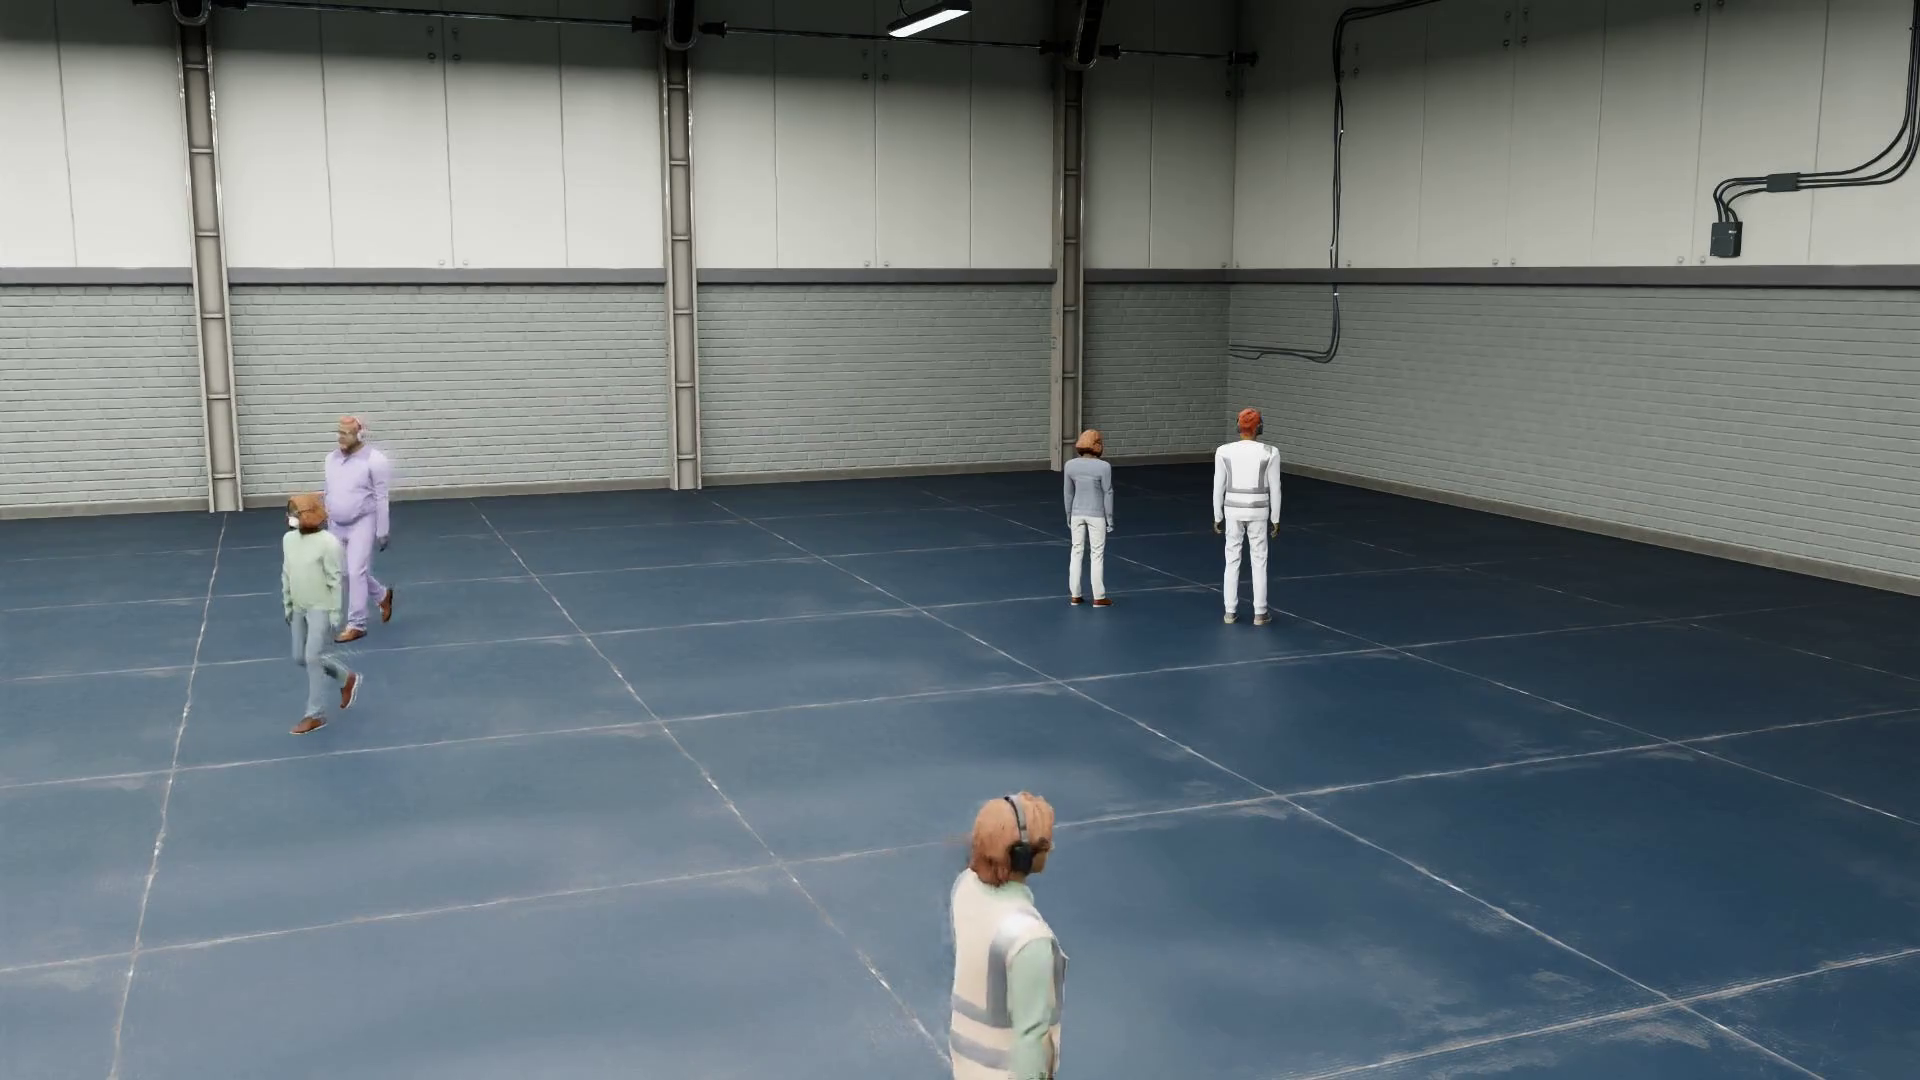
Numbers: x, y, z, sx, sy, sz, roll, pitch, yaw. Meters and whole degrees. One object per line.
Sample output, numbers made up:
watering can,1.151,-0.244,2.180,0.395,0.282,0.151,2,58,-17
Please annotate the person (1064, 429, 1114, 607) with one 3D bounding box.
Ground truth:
person,1.185,-0.199,15.244,0.499,1.631,0.282,6,11,32

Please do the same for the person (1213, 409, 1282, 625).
person,2.496,-0.201,14.470,0.583,1.882,0.337,3,9,17

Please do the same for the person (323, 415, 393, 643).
person,-5.050,-0.123,13.988,0.645,1.883,0.774,4,10,22

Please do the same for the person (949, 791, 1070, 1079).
person,0.064,1.495,4.607,0.509,1.631,0.519,-4,10,-25

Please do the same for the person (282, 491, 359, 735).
person,-4.302,0.461,11.163,0.503,1.613,0.582,5,10,28
